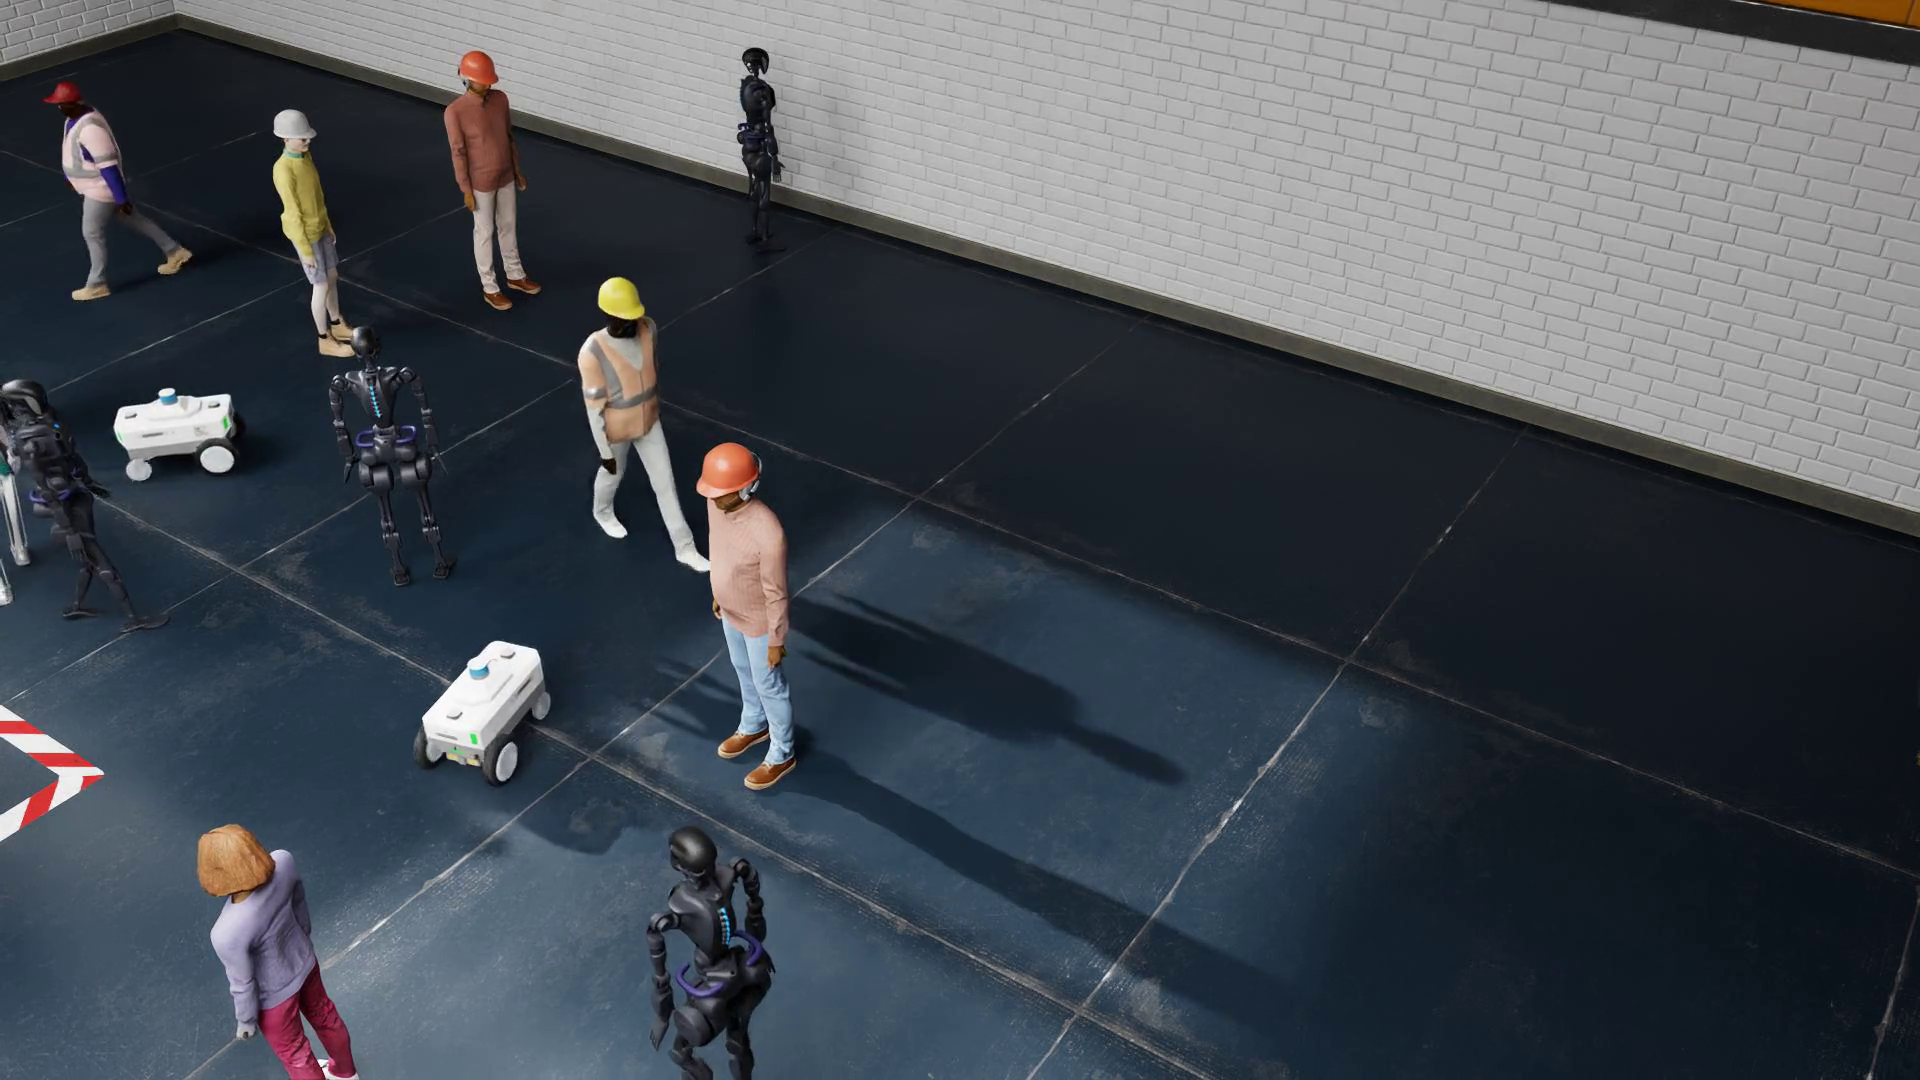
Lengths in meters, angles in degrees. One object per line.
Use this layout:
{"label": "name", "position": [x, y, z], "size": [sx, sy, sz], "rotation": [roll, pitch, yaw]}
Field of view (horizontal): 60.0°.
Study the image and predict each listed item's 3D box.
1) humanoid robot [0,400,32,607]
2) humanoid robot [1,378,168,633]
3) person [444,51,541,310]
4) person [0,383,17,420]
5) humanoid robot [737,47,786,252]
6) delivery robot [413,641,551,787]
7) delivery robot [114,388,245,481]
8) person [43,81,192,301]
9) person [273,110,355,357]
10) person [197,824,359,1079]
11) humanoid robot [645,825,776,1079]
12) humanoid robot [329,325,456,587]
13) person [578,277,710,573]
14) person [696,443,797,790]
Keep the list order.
{"label": "humanoid robot", "position": [-5.826, -0.525, 9.756], "size": [0.555, 1.805, 0.786], "rotation": [-20, 40, -26]}
{"label": "humanoid robot", "position": [-4.983, -0.204, 9.354], "size": [0.609, 1.648, 0.589], "rotation": [-8, 36, -11]}
{"label": "person", "position": [-3.576, -2.756, 12.706], "size": [0.385, 1.986, 0.607], "rotation": [20, 40, 26]}
{"label": "person", "position": [-6.645, -1.446, 10.863], "size": [0.382, 1.957, 0.604], "rotation": [-9, 36, -13]}
{"label": "humanoid robot", "position": [-1.638, -3.205, 13.603], "size": [0.315, 1.657, 0.599], "rotation": [-14, 37, -19]}
{"label": "delivery robot", "position": [-2.503, 0.904, 8.738], "size": [0.499, 0.612, 0.789], "rotation": [11, 36, 15]}
{"label": "delivery robot", "position": [-5.184, -0.729, 11.049], "size": [0.788, 0.587, 0.499], "rotation": [-9, 36, -13]}
{"label": "person", "position": [-6.646, -2.767, 12.963], "size": [0.916, 1.712, 0.590], "rotation": [-17, 38, -22]}
{"label": "person", "position": [-4.679, -2.203, 12.015], "size": [0.412, 1.879, 0.488], "rotation": [1, 35, 1]}
{"label": "person", "position": [-2.703, 1.741, 6.583], "size": [0.283, 1.633, 0.497], "rotation": [6, 35, 9]}
{"label": "humanoid robot", "position": [-0.950, 1.744, 6.539], "size": [0.358, 1.641, 0.584], "rotation": [27, 43, 33]}
{"label": "humanoid robot", "position": [-3.327, -0.489, 9.720], "size": [0.599, 1.659, 0.315], "rotation": [-7, 36, -10]}
{"label": "person", "position": [-1.958, -0.709, 9.880], "size": [1.012, 1.872, 0.605], "rotation": [26, 43, 32]}
{"label": "person", "position": [-1.058, 0.364, 8.250], "size": [0.403, 1.986, 0.610], "rotation": [-24, 41, -30]}
